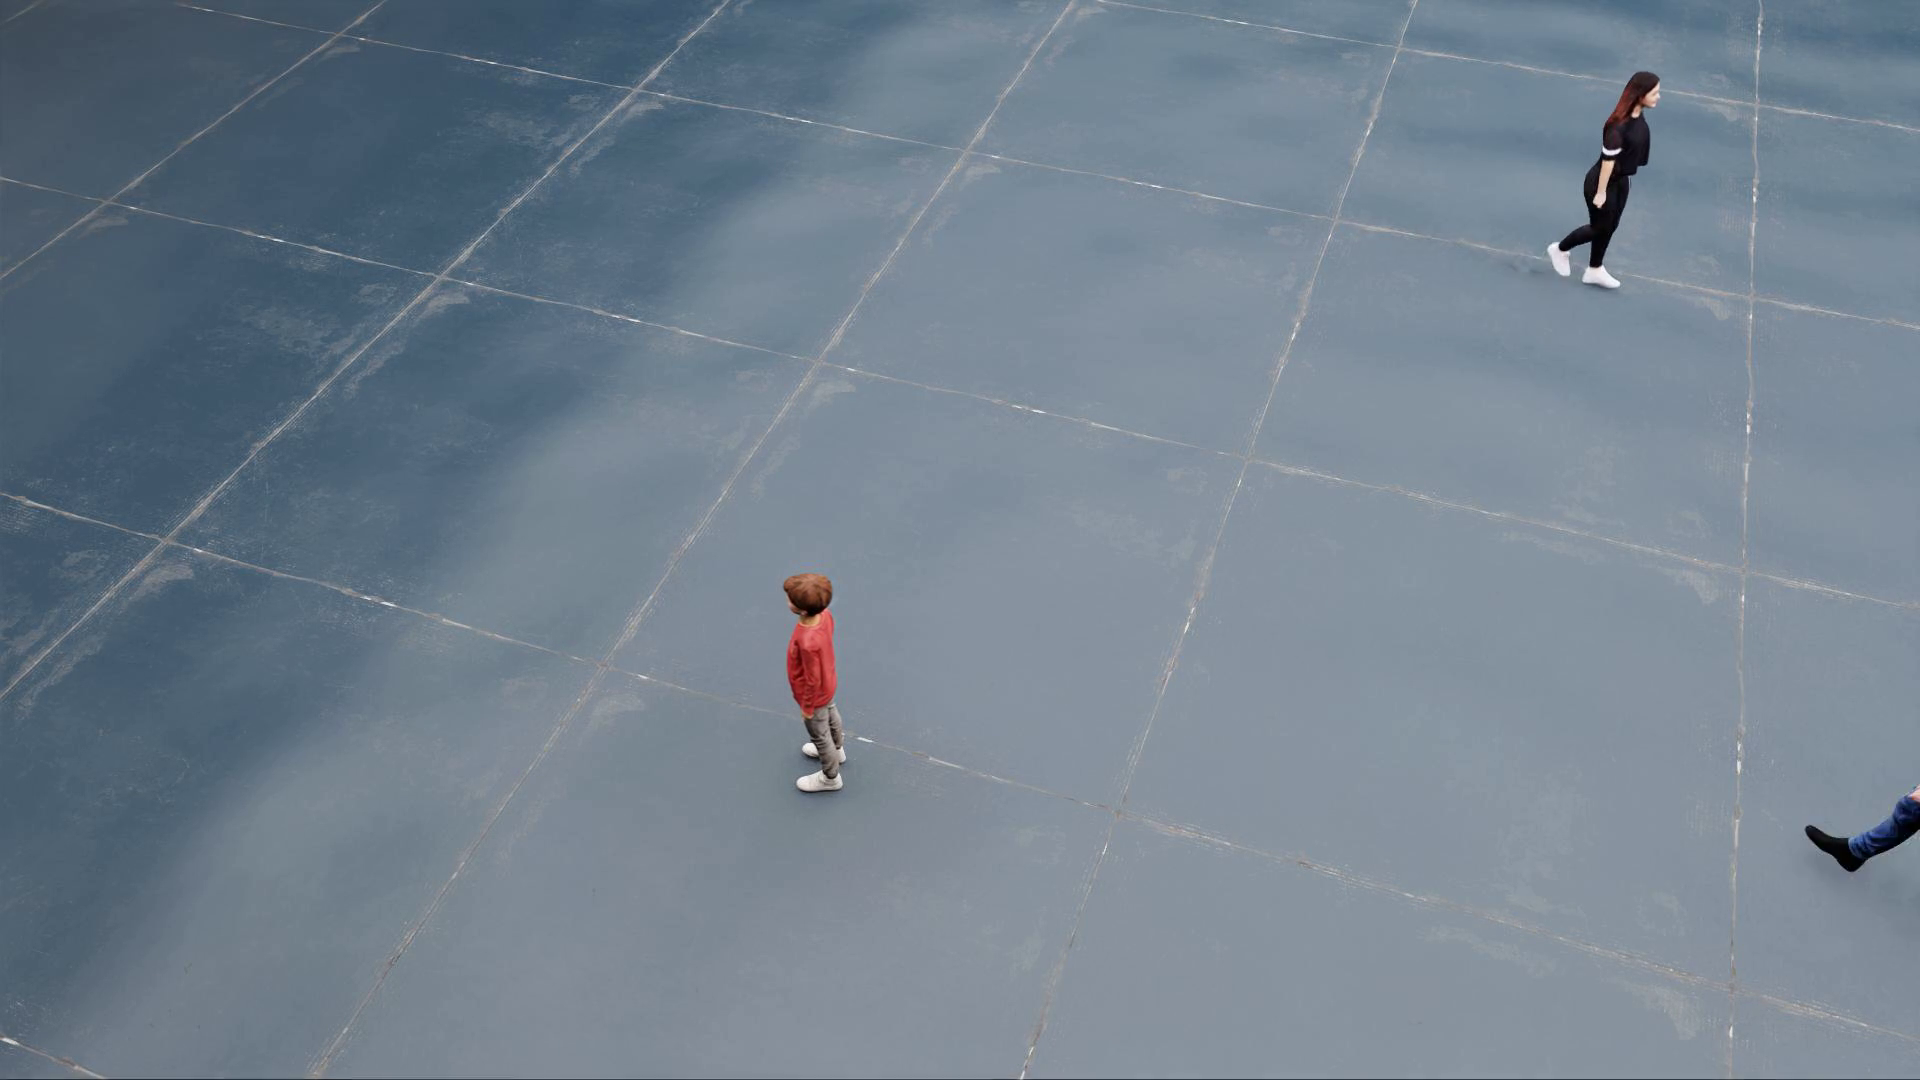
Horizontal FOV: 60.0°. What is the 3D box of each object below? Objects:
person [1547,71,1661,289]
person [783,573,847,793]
[{"bbox_3d":[4.467,-2.495,11.548,0.866,1.631,0.759,28,50,27],"label":"person"},{"bbox_3d":[-0.711,0.707,8.277,0.530,1.416,0.562,4,43,5],"label":"person"}]
